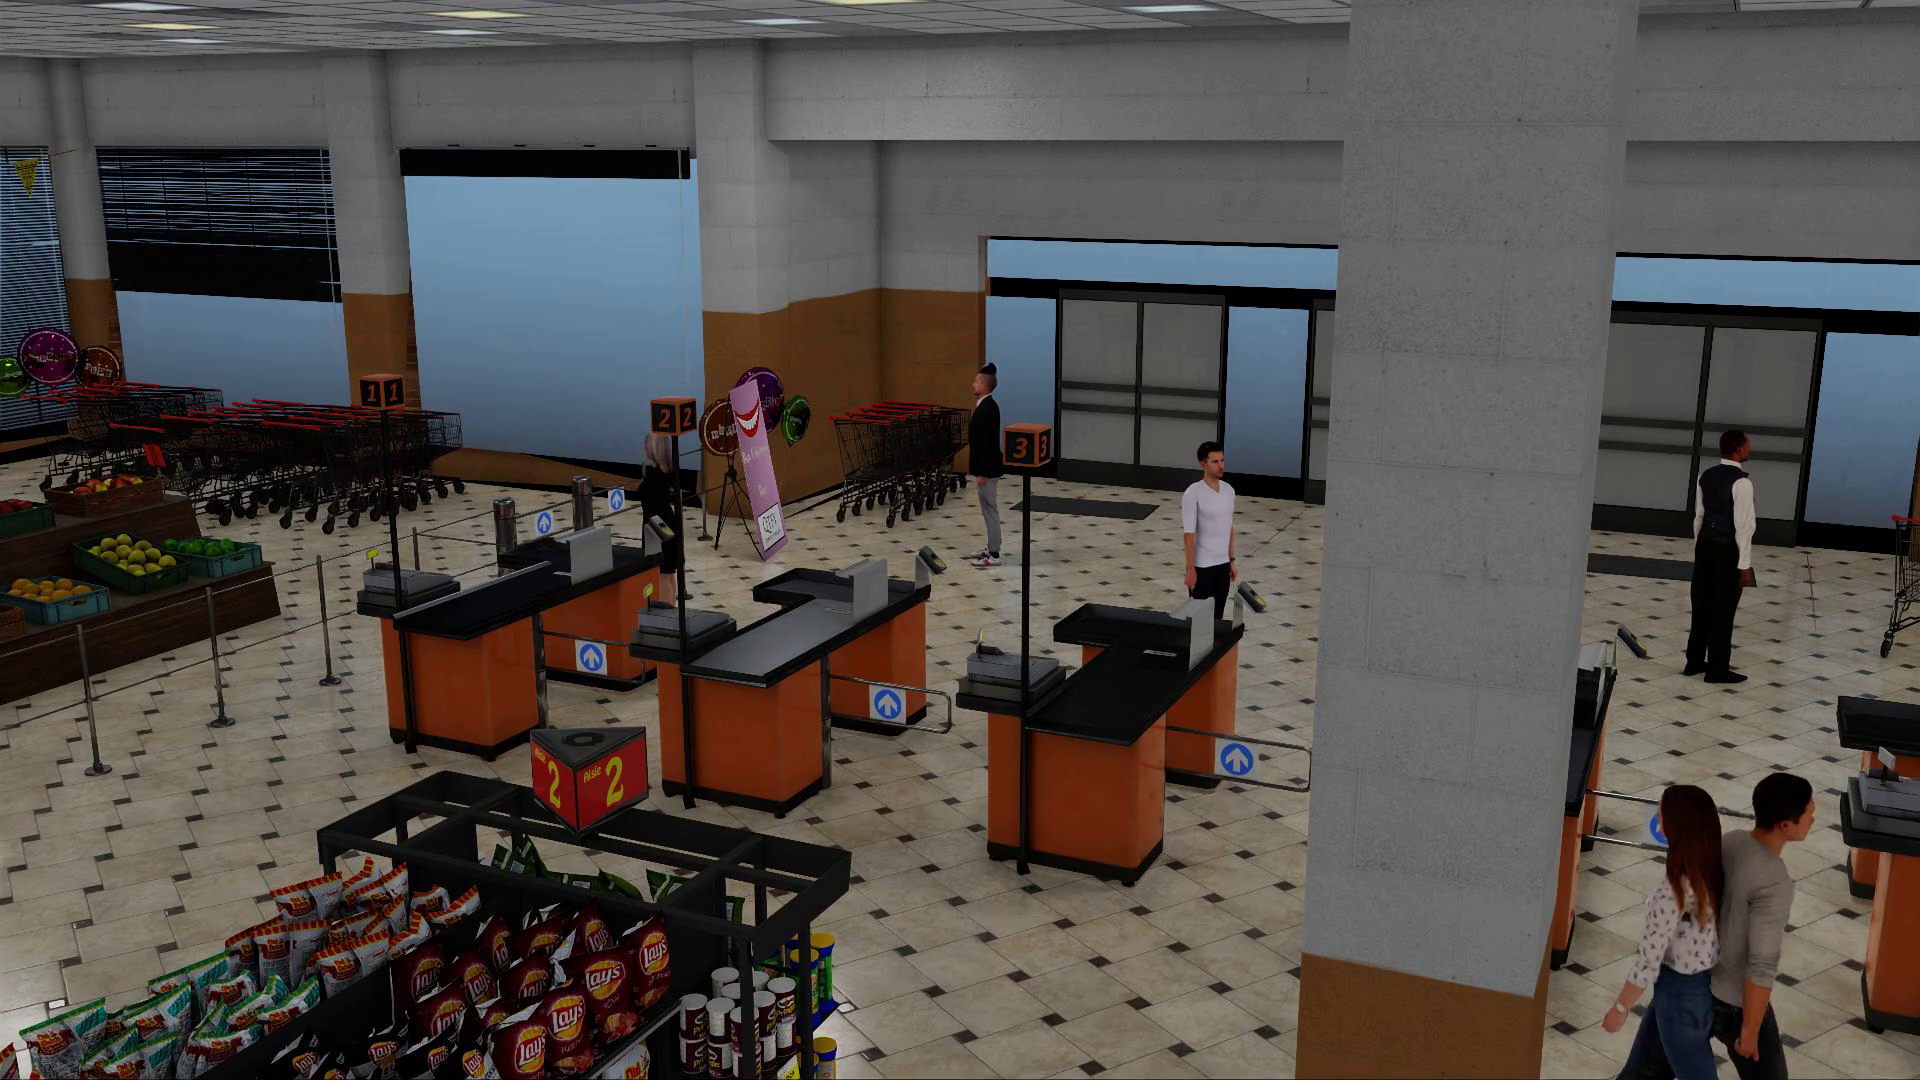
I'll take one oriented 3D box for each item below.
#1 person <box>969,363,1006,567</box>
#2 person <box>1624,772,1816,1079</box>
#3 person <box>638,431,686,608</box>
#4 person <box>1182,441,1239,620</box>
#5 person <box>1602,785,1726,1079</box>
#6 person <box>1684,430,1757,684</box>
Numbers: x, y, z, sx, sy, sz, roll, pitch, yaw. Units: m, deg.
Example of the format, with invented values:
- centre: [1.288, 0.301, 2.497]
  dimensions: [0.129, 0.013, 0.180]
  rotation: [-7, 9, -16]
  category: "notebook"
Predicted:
- centre: [0.263, -0.730, 15.973]
  dimensions: [0.852, 1.949, 0.686]
  rotation: [0, 14, 1]
  category: "person"
- centre: [2.781, 1.729, 6.267]
  dimensions: [1.114, 1.745, 1.134]
  rotation: [-3, 14, -13]
  category: "person"
- centre: [-2.441, -0.036, 13.541]
  dimensions: [0.738, 1.747, 0.624]
  rotation: [1, 14, 3]
  category: "person"
- centre: [1.858, 0.171, 12.467]
  dimensions: [0.674, 1.852, 0.808]
  rotation: [-10, 17, -37]
  category: "person"
- centre: [2.793, 1.778, 6.200]
  dimensions: [0.901, 1.682, 1.143]
  rotation: [13, 19, 43]
  category: "person"
- centre: [5.743, 0.114, 12.558]
  dimensions: [0.829, 1.919, 0.762]
  rotation: [-4, 14, -18]
  category: "person"
